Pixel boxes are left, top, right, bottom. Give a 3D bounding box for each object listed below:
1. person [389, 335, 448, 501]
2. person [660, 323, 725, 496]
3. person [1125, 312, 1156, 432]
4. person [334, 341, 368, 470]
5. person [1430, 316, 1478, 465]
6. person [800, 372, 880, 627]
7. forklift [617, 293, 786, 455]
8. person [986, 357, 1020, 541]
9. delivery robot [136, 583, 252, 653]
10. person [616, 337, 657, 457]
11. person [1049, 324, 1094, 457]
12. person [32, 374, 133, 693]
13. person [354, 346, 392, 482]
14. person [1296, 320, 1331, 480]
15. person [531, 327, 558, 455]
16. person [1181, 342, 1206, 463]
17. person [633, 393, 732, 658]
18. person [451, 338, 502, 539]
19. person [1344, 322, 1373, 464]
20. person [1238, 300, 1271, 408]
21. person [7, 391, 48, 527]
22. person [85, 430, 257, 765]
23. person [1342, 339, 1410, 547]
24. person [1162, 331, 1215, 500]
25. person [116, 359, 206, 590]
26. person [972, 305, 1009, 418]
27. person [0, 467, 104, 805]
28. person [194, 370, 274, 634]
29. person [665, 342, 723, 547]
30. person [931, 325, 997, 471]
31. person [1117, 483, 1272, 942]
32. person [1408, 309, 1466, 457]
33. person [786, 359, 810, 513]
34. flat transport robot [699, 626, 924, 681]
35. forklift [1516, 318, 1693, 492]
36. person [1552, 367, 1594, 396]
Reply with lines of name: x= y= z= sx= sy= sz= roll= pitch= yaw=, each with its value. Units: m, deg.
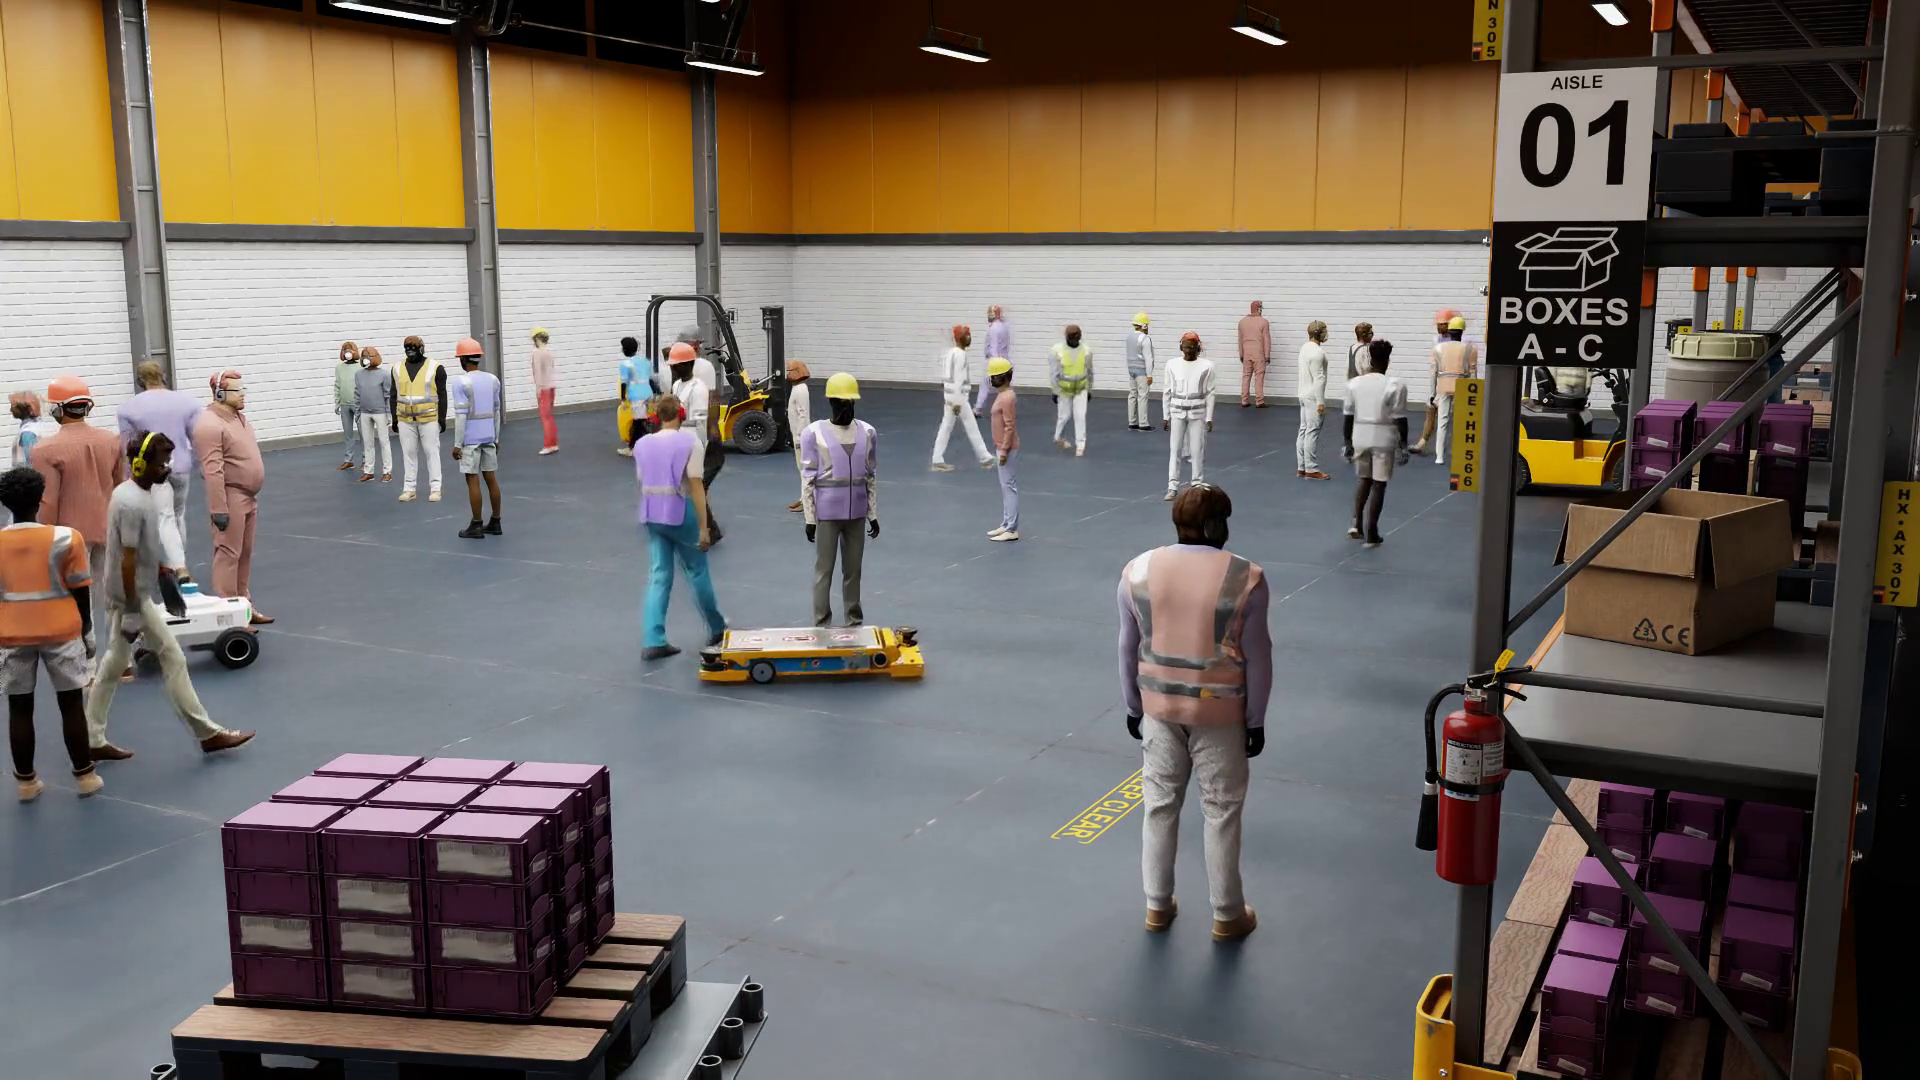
person: x=-5.997 y=-1.340 z=18.407 sx=0.636 sy=1.842 sz=0.429 roll=0 pitch=10 yaw=1
person: x=-2.741 y=-1.230 z=17.194 sx=0.705 sy=2.000 sz=0.537 roll=6 pitch=12 yaw=32
person: x=2.788 y=-2.580 z=25.600 sx=0.404 sy=1.837 sz=0.589 roll=-6 pitch=11 yaw=-30
person: x=-7.701 y=-1.698 z=21.078 sx=0.500 sy=1.636 sz=0.280 roll=2 pitch=10 yaw=13
person: x=6.389 y=-1.926 z=21.551 sx=0.590 sy=1.926 sz=0.388 roll=4 pitch=11 yaw=23
person: x=-0.821 y=-0.198 z=11.545 sx=0.587 sy=1.930 sz=0.360 roll=-6 pitch=12 yaw=-33
forklift: x=-3.588 y=-2.317 z=23.042 sx=2.313 sy=2.155 sz=1.214 roll=-1 pitch=10 yaw=-5
person: x=0.406 y=-0.867 z=15.915 sx=0.328 sy=1.760 sz=0.524 roll=-1 pitch=10 yaw=-3
delivery robot: x=-5.092 y=0.531 z=11.025 sx=0.707 sy=0.478 sz=0.477 roll=-6 pitch=12 yaw=-31
person: x=-4.258 y=-1.889 z=22.142 sx=0.895 sy=1.647 sz=0.549 roll=6 pitch=11 yaw=29
person: x=1.507 y=-2.046 z=22.615 sx=0.637 sy=1.807 sz=0.707 roll=-1 pitch=10 yaw=-7
person: x=-5.503 y=-0.040 z=10.439 sx=0.376 sy=1.995 sz=0.609 roll=5 pitch=11 yaw=25
person: x=-7.042 y=-1.505 z=19.969 sx=0.497 sy=1.633 sz=0.284 roll=2 pitch=10 yaw=11
person: x=4.295 y=-1.698 z=20.201 sx=0.372 sy=1.940 sz=0.631 roll=-1 pitch=10 yaw=-6
person: x=-5.735 y=-2.039 z=22.807 sx=0.351 sy=1.720 sz=0.690 roll=2 pitch=10 yaw=10
person: x=3.008 y=-1.808 z=21.745 sx=0.502 sy=1.616 sz=0.515 roll=-6 pitch=11 yaw=-31
person: x=-1.908 y=-0.111 z=11.461 sx=0.656 sy=1.782 sz=0.895 roll=5 pitch=11 yaw=25
person: x=-4.691 y=-0.982 z=16.064 sx=0.374 sy=1.933 sz=0.552 roll=6 pitch=11 yaw=31
person: x=5.236 y=-1.915 z=21.725 sx=0.344 sy=1.847 sz=0.504 roll=-3 pitch=10 yaw=-18
person: x=5.254 y=-3.298 z=29.559 sx=0.651 sy=1.907 sz=0.409 roll=9 pitch=13 yaw=42
person: x=-7.645 y=-0.415 z=13.681 sx=0.372 sy=1.627 sz=0.519 roll=-3 pitch=10 yaw=-17
person: x=-4.316 y=0.316 z=8.904 sx=0.918 sy=1.810 sz=0.480 roll=-6 pitch=12 yaw=-32
person: x=3.905 y=-0.903 z=15.579 sx=0.605 sy=1.950 sz=0.441 roll=9 pitch=13 yaw=42
person: x=2.526 y=-1.368 z=18.440 sx=0.573 sy=1.887 sz=0.356 roll=2 pitch=10 yaw=14
person: x=-6.534 y=-0.548 z=13.709 sx=0.646 sy=1.894 sz=0.982 roll=-8 pitch=13 yaw=-40
person: x=0.485 y=-2.950 z=27.656 sx=0.842 sy=1.874 sz=0.649 roll=4 pitch=11 yaw=24
person: x=-4.607 y=0.480 z=8.292 sx=0.552 sy=1.695 sz=0.320 roll=-3 pitch=10 yaw=-17
person: x=-5.254 y=-0.278 z=12.075 sx=0.407 sy=1.906 sz=0.655 roll=-1 pitch=10 yaw=-4
person: x=-2.527 y=-0.875 z=15.491 sx=0.415 sy=1.926 sz=0.558 roll=-6 pitch=11 yaw=-31
person: x=0.073 y=-1.776 z=20.942 sx=0.965 sy=1.832 sz=0.609 roll=-2 pitch=10 yaw=-13
person: x=0.945 y=0.688 z=6.680 sx=0.624 sy=1.841 sz=0.430 roll=5 pitch=11 yaw=26
person: x=6.530 y=-2.107 z=22.433 sx=1.038 sy=1.990 sz=0.634 roll=-7 pitch=12 yaw=-33
person: x=-1.707 y=-1.107 z=17.661 sx=0.268 sy=1.632 sz=0.507 roll=-1 pitch=10 yaw=-6
flat transport robot: x=-0.977 y=0.736 z=10.929 sx=1.431 sy=0.197 sz=0.652 roll=-1 pitch=10 yaw=-6
forklift: x=7.066 y=-1.601 z=18.899 sx=2.313 sy=2.155 sz=1.214 roll=5 pitch=11 yaw=27
person: x=8.944 y=-2.323 z=24.286 sx=0.604 sy=1.770 sz=0.964 roll=5 pitch=11 yaw=25
